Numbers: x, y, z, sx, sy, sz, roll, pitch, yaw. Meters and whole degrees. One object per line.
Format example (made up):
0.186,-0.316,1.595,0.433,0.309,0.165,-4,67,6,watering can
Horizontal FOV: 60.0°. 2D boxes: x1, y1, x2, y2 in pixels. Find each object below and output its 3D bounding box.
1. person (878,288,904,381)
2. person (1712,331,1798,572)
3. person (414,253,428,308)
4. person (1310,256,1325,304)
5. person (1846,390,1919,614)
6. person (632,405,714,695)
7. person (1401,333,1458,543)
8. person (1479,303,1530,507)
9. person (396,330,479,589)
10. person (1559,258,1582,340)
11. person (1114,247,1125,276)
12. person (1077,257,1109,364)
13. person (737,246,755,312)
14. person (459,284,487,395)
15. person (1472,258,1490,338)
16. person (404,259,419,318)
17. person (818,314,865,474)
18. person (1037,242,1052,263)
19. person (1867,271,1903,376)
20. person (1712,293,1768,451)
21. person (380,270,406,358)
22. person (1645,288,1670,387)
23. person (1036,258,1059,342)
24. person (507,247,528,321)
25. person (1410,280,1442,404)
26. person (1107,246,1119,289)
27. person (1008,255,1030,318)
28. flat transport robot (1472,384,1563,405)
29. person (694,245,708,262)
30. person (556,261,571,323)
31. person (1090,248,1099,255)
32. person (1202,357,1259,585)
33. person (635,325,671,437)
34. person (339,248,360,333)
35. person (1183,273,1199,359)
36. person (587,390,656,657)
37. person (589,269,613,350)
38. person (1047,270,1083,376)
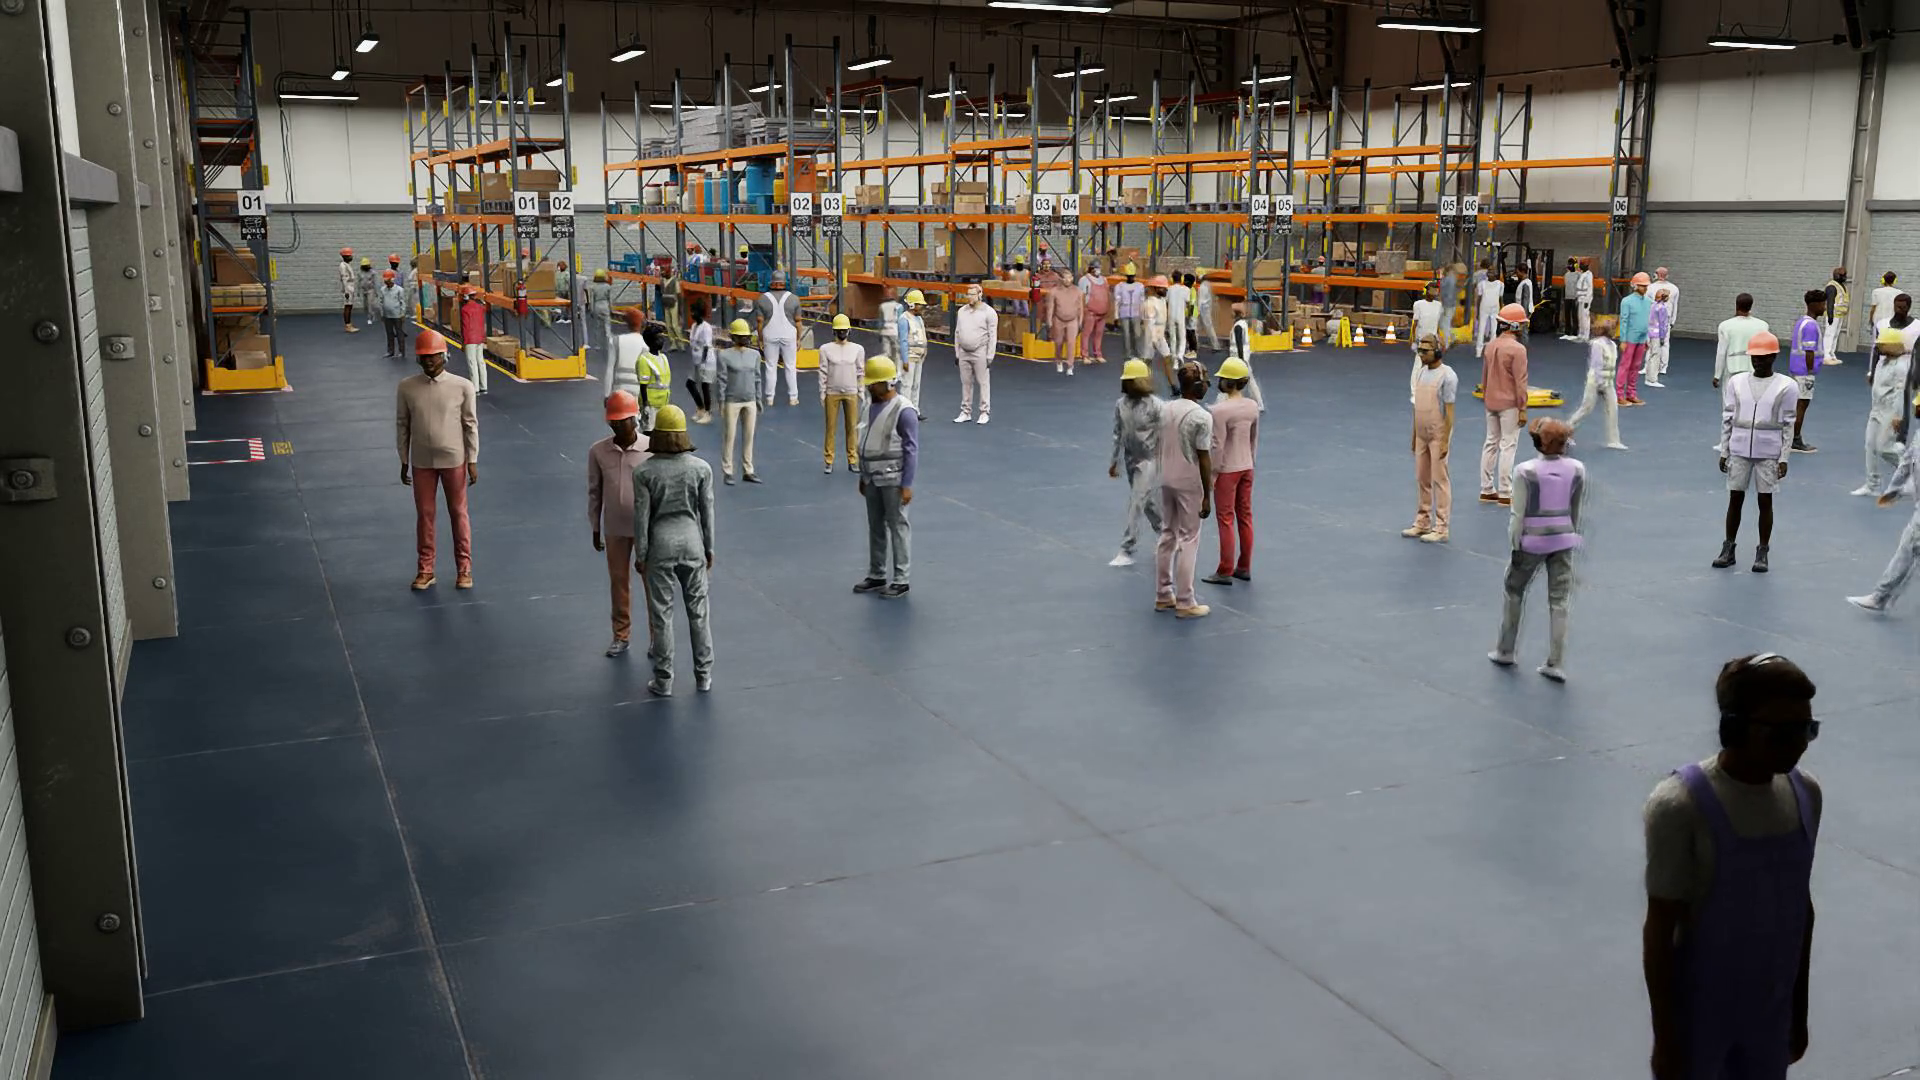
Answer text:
-1.201,-3.498,28.417,0.590,1.614,0.631,8,14,35,person
6.403,-0.709,13.399,0.546,1.938,0.360,9,14,38,person
-15.368,-7.313,47.398,0.315,1.769,0.525,-9,14,-38,person
9.516,-6.609,43.876,0.564,1.744,0.354,7,13,31,person
6.925,-0.289,11.896,0.945,1.684,0.481,2,11,8,person
-1.719,0.059,9.987,0.493,1.743,0.312,-5,12,-23,person
4.147,-0.899,14.630,0.339,1.839,0.503,-5,12,-22,person
5.374,-1.322,16.368,0.379,1.995,0.612,-4,12,-19,person
-4.002,-0.612,12.756,0.613,1.994,0.381,-1,11,-5,person
13.916,-5.481,37.865,0.328,1.862,0.502,-6,12,-26,person
5.385,-8.995,55.993,0.515,1.746,0.523,-6,13,-29,person
2.599,-4.386,31.820,0.688,2.000,0.536,-8,14,-36,person
-6.224,-7.581,48.422,0.474,1.937,0.636,-7,13,-31,person
-7.757,-3.175,26.398,0.343,1.749,0.573,3,12,17,person
12.095,-5.592,38.446,0.508,1.844,0.332,5,12,25,person
-15.064,-6.891,45.644,0.604,1.612,0.426,9,14,39,person
-1.307,-1.617,18.447,0.523,1.769,0.313,-2,11,-12,person
2.413,-7.666,48.485,0.611,2.042,0.395,-5,12,-23,person
16.320,-3.811,29.374,0.501,1.861,0.328,3,12,17,person
9.400,-2.011,20.061,0.590,1.919,0.396,0,11,2,person
-11.292,-4.488,33.076,0.565,1.748,0.339,4,12,19,person
11.609,-3.363,27.671,0.313,1.631,0.519,2,11,10,person
1.841,-5.120,35.893,0.643,1.909,0.410,-2,11,-12,person
-11.844,-6.842,44.531,0.719,1.959,0.473,0,11,2,person
7.078,-2.996,25.210,0.519,1.865,0.326,-4,12,-19,person
4.096,-6.845,44.449,0.526,1.990,0.704,2,11,9,person
1.402,-5.615,38.417,0.611,1.898,0.718,-5,12,-22,person
8.499,-2.230,25.377,0.652,0.197,1.431,-3,12,-14,flat transport robot
-8.075,-8.175,51.470,0.573,1.887,0.356,-3,12,-15,person
-10.409,-6.507,43.638,0.498,1.633,0.280,8,14,36,person
4.370,-8.537,53.681,0.377,1.738,0.563,6,12,27,person
2.109,-0.534,12.937,0.533,1.772,0.298,-10,15,-41,person
-3.243,-1.434,17.694,0.320,1.697,0.531,4,12,18,person
-14.758,-6.033,40.189,0.376,2.041,0.614,-2,11,-10,person
4.558,-4.437,32.979,0.321,1.692,0.533,-1,11,-5,person
-2.147,-0.102,10.811,0.571,1.746,0.345,1,11,6,person
-7.543,-4.847,35.009,0.494,1.712,0.836,-4,12,-20,person
1.877,-3.903,29.802,0.651,1.877,0.878,0,11,-1,person
